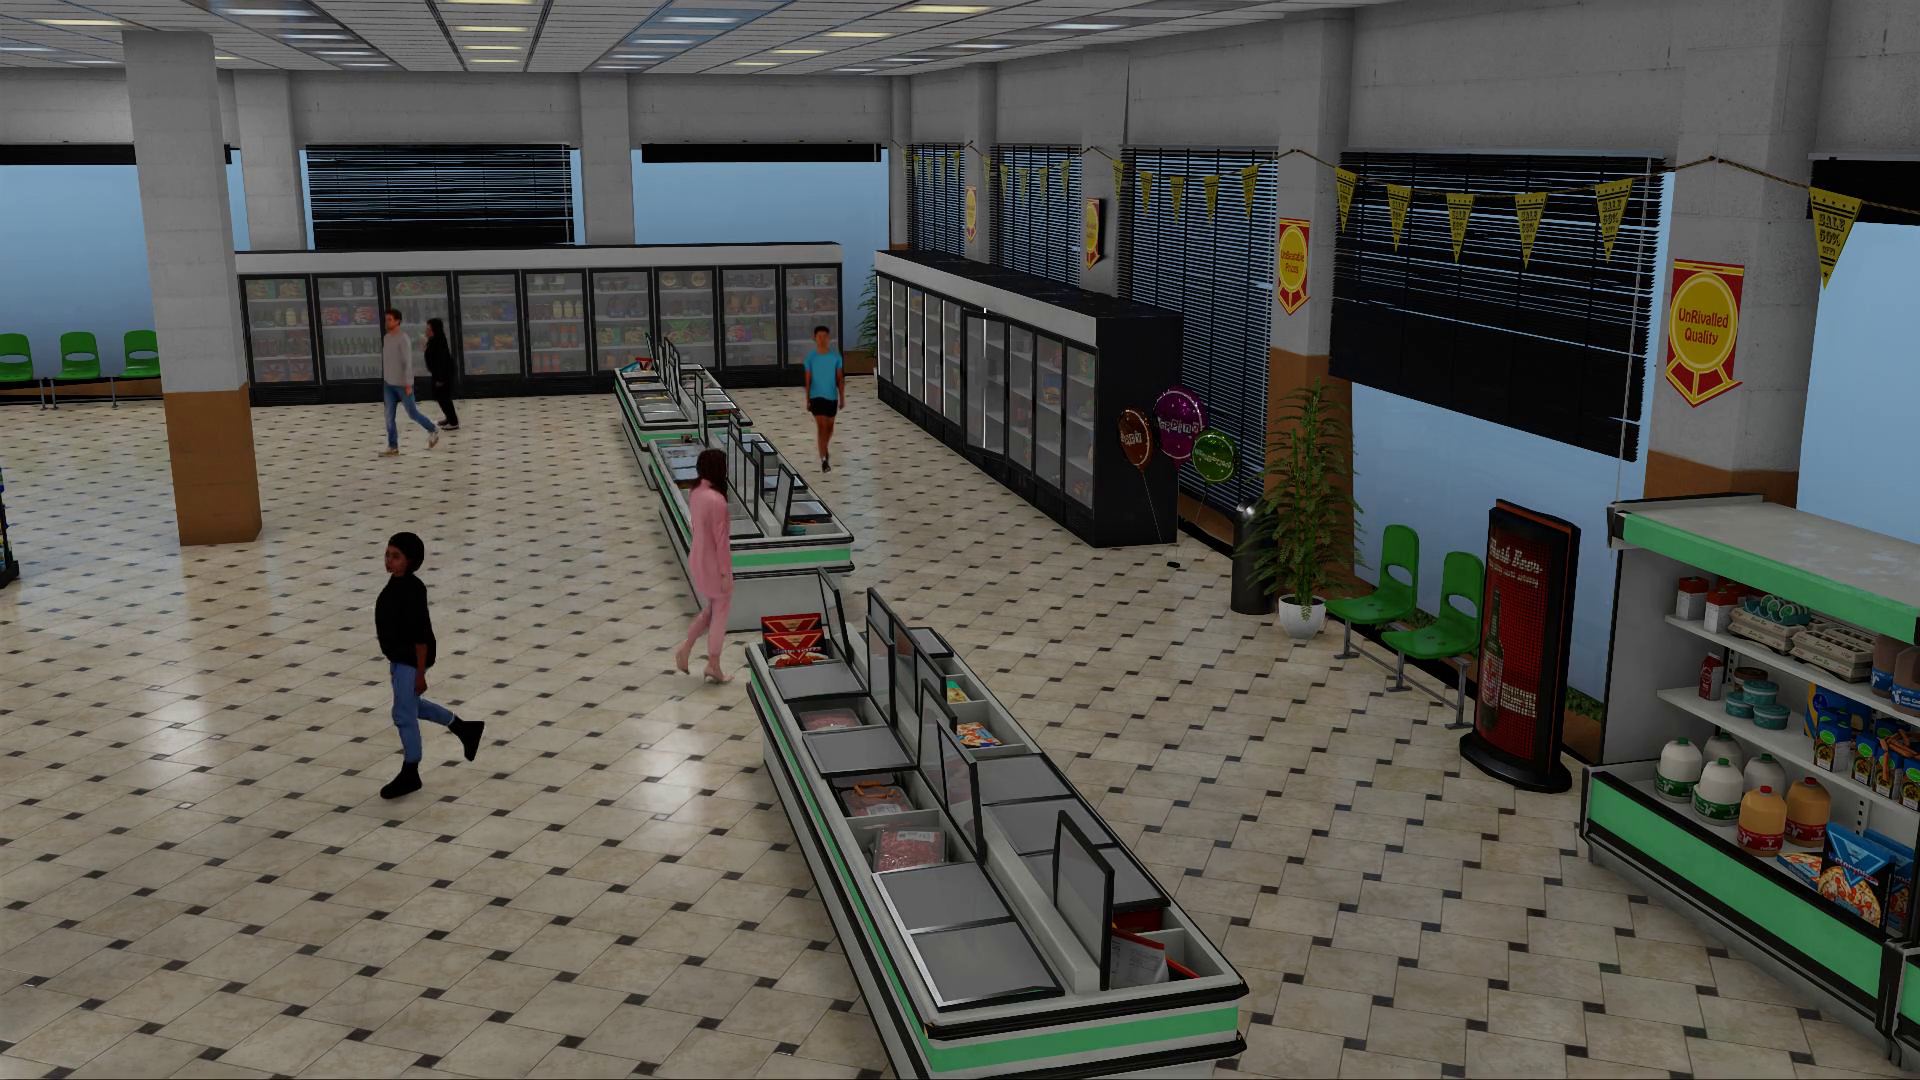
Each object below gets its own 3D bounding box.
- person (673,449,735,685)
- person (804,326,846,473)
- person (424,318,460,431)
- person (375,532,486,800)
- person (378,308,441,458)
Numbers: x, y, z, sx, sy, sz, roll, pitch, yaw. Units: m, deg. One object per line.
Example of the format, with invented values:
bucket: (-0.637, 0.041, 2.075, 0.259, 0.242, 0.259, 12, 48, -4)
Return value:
person: (-1.912, 0.232, 12.243, 0.845, 1.786, 0.799, -11, 17, -38)
person: (-1.682, -1.736, 20.444, 0.648, 1.746, 1.120, -3, 14, -13)
person: (-7.159, -2.293, 23.114, 0.839, 1.569, 0.710, -4, 14, -15)
person: (-3.323, 0.761, 10.303, 0.873, 1.673, 0.955, -10, 17, -36)
person: (-7.105, -2.013, 21.297, 1.155, 1.881, 1.188, 8, 16, 31)
